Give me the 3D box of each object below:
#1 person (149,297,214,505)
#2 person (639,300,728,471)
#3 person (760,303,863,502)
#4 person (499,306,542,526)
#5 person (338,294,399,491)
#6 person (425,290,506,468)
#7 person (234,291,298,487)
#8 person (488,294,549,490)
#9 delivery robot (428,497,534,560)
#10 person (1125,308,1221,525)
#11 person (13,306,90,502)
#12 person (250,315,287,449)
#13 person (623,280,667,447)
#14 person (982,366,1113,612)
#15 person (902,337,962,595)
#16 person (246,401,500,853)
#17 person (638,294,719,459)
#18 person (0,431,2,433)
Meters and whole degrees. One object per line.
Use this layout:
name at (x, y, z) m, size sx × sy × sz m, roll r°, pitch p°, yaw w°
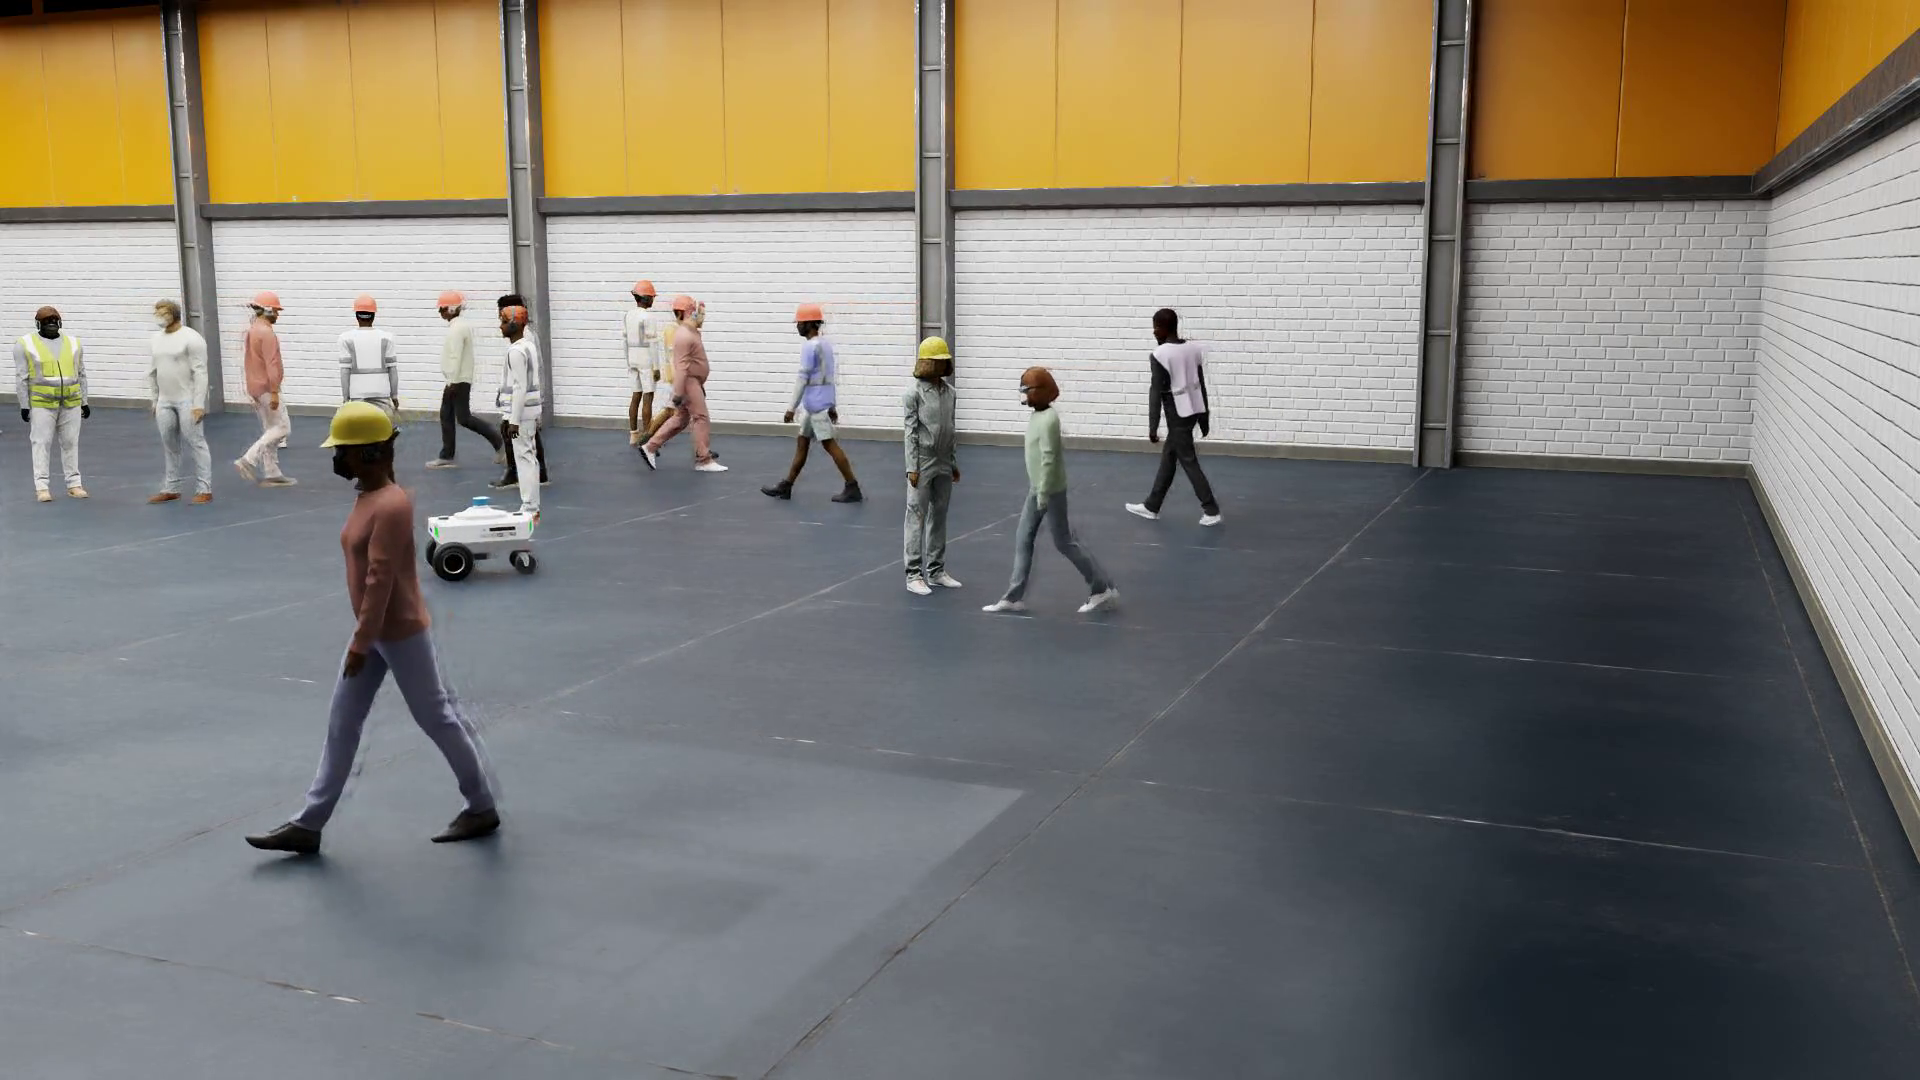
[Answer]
person at (-7.262, -1.287, 15.461) m, size 0.636 × 1.937 × 0.369 m, roll 3°, pitch 10°, yaw 20°
person at (-2.999, -1.651, 17.897) m, size 0.882 × 1.866 × 0.646 m, roll -2°, pitch 10°, yaw -10°
person at (-1.373, -1.280, 15.607) m, size 1.038 × 1.876 × 0.564 m, roll 2°, pitch 10°, yaw 10°
person at (-3.757, -1.052, 14.199) m, size 0.356 × 1.883 × 0.574 m, roll -1°, pitch 9°, yaw -7°
person at (-5.846, -1.455, 16.470) m, size 0.550 × 1.937 × 0.357 m, roll -4°, pitch 10°, yaw -25°
person at (-5.416, -1.756, 18.218) m, size 0.854 × 1.965 × 0.606 m, roll -3°, pitch 10°, yaw -20°
person at (-6.955, -1.495, 16.606) m, size 0.562 × 1.969 × 0.640 m, roll -8°, pitch 12°, yaw -39°
person at (-4.475, -1.469, 16.559) m, size 0.780 × 1.938 × 0.633 m, roll -4°, pitch 10°, yaw -22°
delivery robot at (-3.437, -0.066, 11.952) m, size 0.707 × 0.478 × 0.477 m, roll -4°, pitch 10°, yaw -24°
person at (1.883, -1.053, 14.306) m, size 0.986 × 1.859 × 0.599 m, roll 8°, pitch 13°, yaw 41°
person at (-8.576, -1.290, 15.762) m, size 0.429 × 1.842 × 0.633 m, roll 8°, pitch 13°, yaw 42°
person at (-8.335, -1.886, 19.993) m, size 0.312 × 1.636 × 0.520 m, roll 2°, pitch 10°, yaw 10°
person at (-3.866, -2.158, 20.413) m, size 0.612 × 2.041 × 0.394 m, roll 9°, pitch 13°, yaw 44°
person at (0.590, -0.309, 10.601) m, size 0.823 × 1.601 × 0.509 m, roll -1°, pitch 9°, yaw -8°
person at (-0.180, -0.510, 11.331) m, size 0.295 × 1.744 × 0.484 m, roll 8°, pitch 12°, yaw 41°
person at (-2.200, 0.342, 6.250) m, size 0.912 × 1.719 × 0.526 m, roll -7°, pitch 11°, yaw -35°
person at (-3.286, -1.880, 19.191) m, size 0.946 × 1.903 × 0.545 m, roll 4°, pitch 10°, yaw 23°
person at (-12.949, -2.197, 21.865) m, size 0.513 × 1.642 × 0.311 m, roll 1°, pitch 9°, yaw 3°
